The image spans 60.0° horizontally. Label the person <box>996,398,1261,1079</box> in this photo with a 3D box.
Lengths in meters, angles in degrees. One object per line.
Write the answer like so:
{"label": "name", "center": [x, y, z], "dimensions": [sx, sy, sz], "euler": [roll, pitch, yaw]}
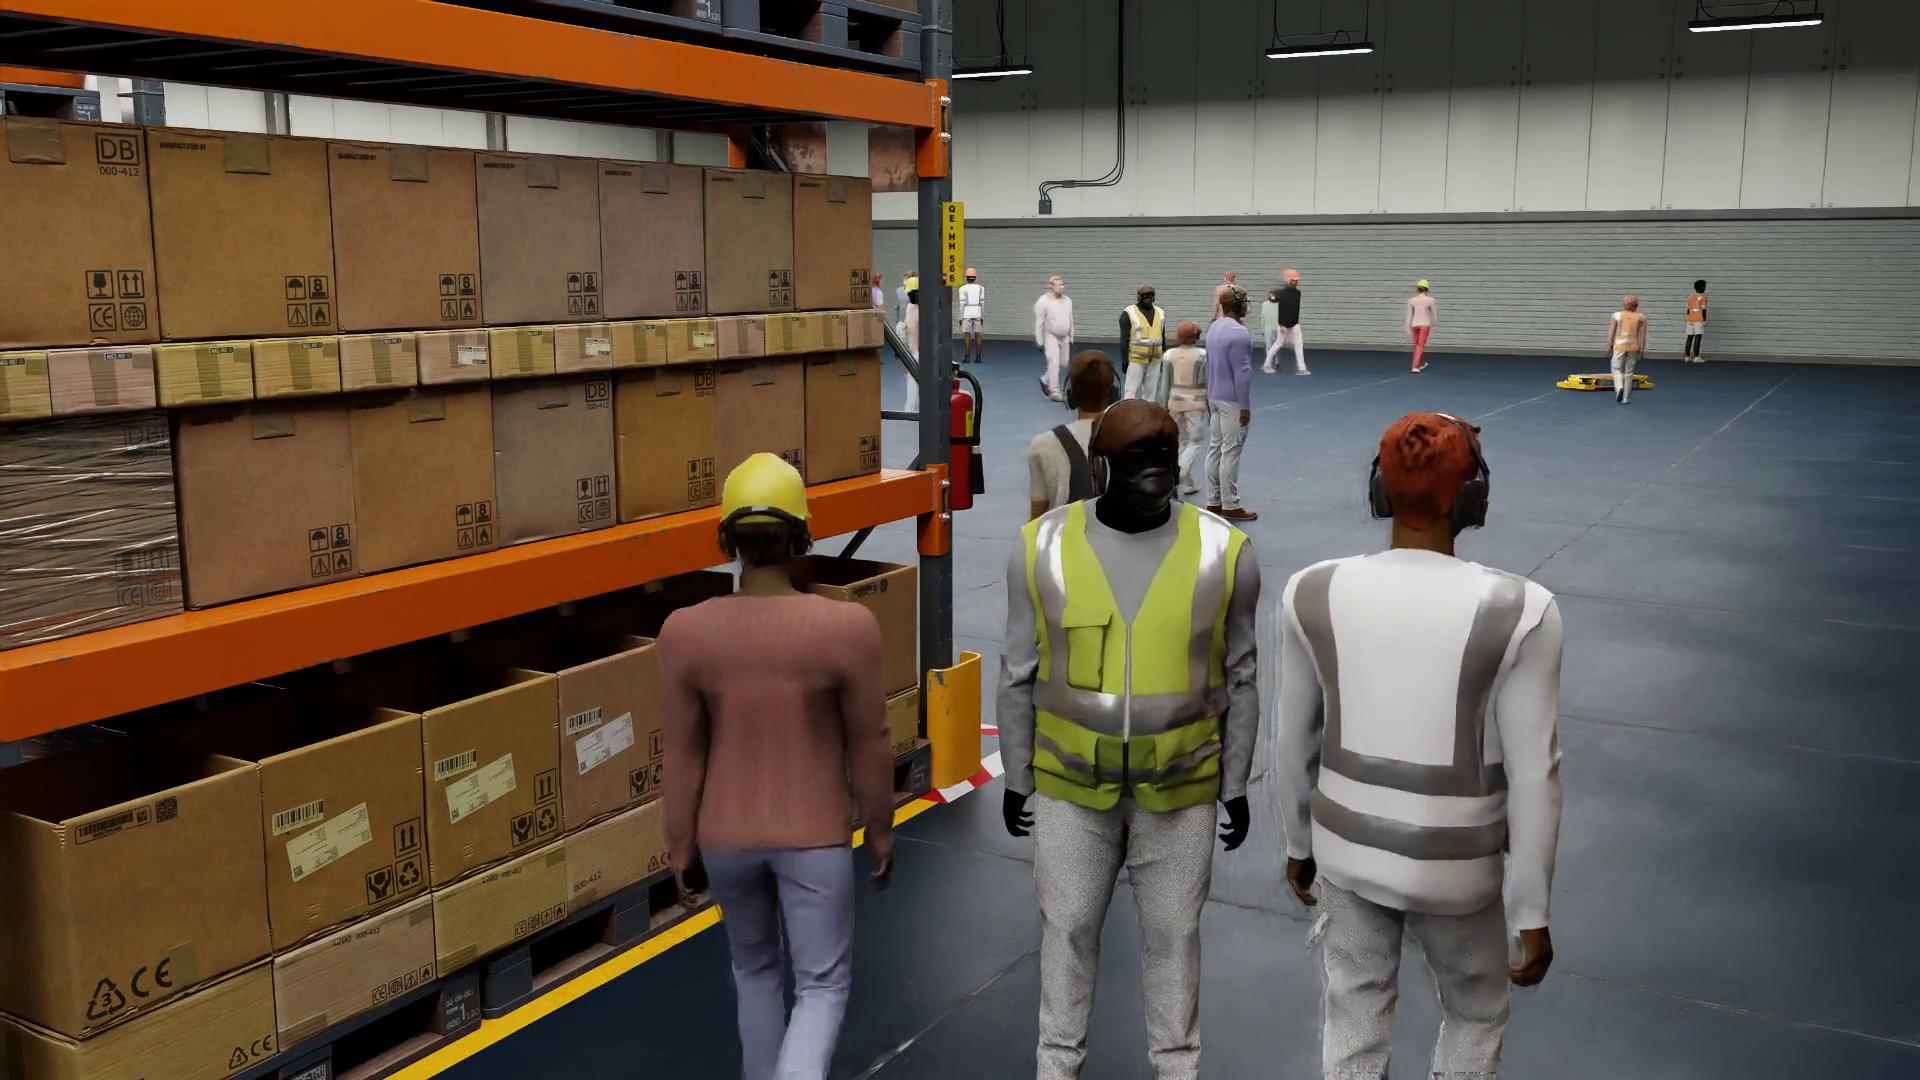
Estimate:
{"label": "person", "center": [0.399, 0.580, 4.016], "dimensions": [0.633, 1.846, 0.429], "euler": [1, 10, 7]}

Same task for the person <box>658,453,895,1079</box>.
{"label": "person", "center": [-0.429, 0.679, 3.746], "dimensions": [0.529, 1.739, 0.739], "euler": [1, 10, 7]}

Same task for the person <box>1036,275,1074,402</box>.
{"label": "person", "center": [1.396, -3.027, 24.996], "dimensions": [0.650, 1.891, 0.682], "euler": [-7, 12, -36]}

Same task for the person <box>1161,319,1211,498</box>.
{"label": "person", "center": [2.030, -1.180, 14.961], "dimensions": [0.521, 1.613, 0.710], "euler": [7, 12, 34]}

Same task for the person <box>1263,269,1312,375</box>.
{"label": "person", "center": [6.009, -4.009, 30.622], "dimensions": [0.616, 1.946, 1.033], "euler": [-7, 12, -37]}

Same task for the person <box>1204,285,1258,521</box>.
{"label": "person", "center": [2.237, -1.131, 13.761], "dimensions": [0.372, 1.940, 0.629], "euler": [-3, 10, -17]}

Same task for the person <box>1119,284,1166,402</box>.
{"label": "person", "center": [2.232, -2.173, 20.151], "dimensions": [0.630, 1.840, 0.429], "euler": [-4, 11, -24]}

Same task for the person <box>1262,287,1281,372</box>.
{"label": "person", "center": [5.991, -4.016, 31.682], "dimensions": [0.507, 1.593, 0.852], "euler": [3, 10, 20]}

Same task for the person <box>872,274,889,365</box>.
{"label": "person", "center": [-1.598, -4.335, 32.839], "dimensions": [0.757, 1.819, 0.607], "euler": [-6, 11, -32]}

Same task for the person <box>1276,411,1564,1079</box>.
{"label": "person", "center": [0.960, 0.660, 3.476], "dimensions": [0.611, 1.865, 0.605], "euler": [6, 11, 31]}

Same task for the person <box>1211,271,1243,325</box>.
{"label": "person", "center": [5.560, -4.627, 34.423], "dimensions": [0.646, 1.876, 0.847], "euler": [-3, 10, -19]}

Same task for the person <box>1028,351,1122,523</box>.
{"label": "person", "center": [0.525, 0.157, 6.595], "dimensions": [0.509, 1.801, 0.950], "euler": [1, 10, 8]}

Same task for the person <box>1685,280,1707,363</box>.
{"label": "person", "center": [15.050, -4.461, 33.969], "dimensions": [0.321, 1.694, 0.529], "euler": [-3, 10, -15]}

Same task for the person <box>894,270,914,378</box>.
{"label": "person", "center": [-0.922, -3.860, 29.771], "dimensions": [0.662, 1.924, 0.436], "euler": [6, 12, 33]}

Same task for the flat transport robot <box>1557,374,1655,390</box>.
{"label": "flat transport robot", "center": [10.581, -2.601, 27.242], "dimensions": [1.431, 0.197, 0.652], "euler": [-4, 10, -20]}

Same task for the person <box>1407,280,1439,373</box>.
{"label": "person", "center": [8.684, -3.993, 31.165], "dimensions": [0.531, 1.722, 0.908], "euler": [9, 13, 42]}

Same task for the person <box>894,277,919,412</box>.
{"label": "person", "center": [-0.639, -2.576, 22.373], "dimensions": [0.850, 1.886, 0.592], "euler": [-5, 11, -26]}

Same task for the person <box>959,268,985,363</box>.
{"label": "person", "center": [0.229, -4.554, 33.802], "dimensions": [0.544, 1.939, 0.354], "euler": [-4, 10, -21]}

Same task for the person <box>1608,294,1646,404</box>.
{"label": "person", "center": [9.774, -2.787, 24.381], "dimensions": [0.517, 1.628, 0.577], "euler": [2, 10, 12]}
